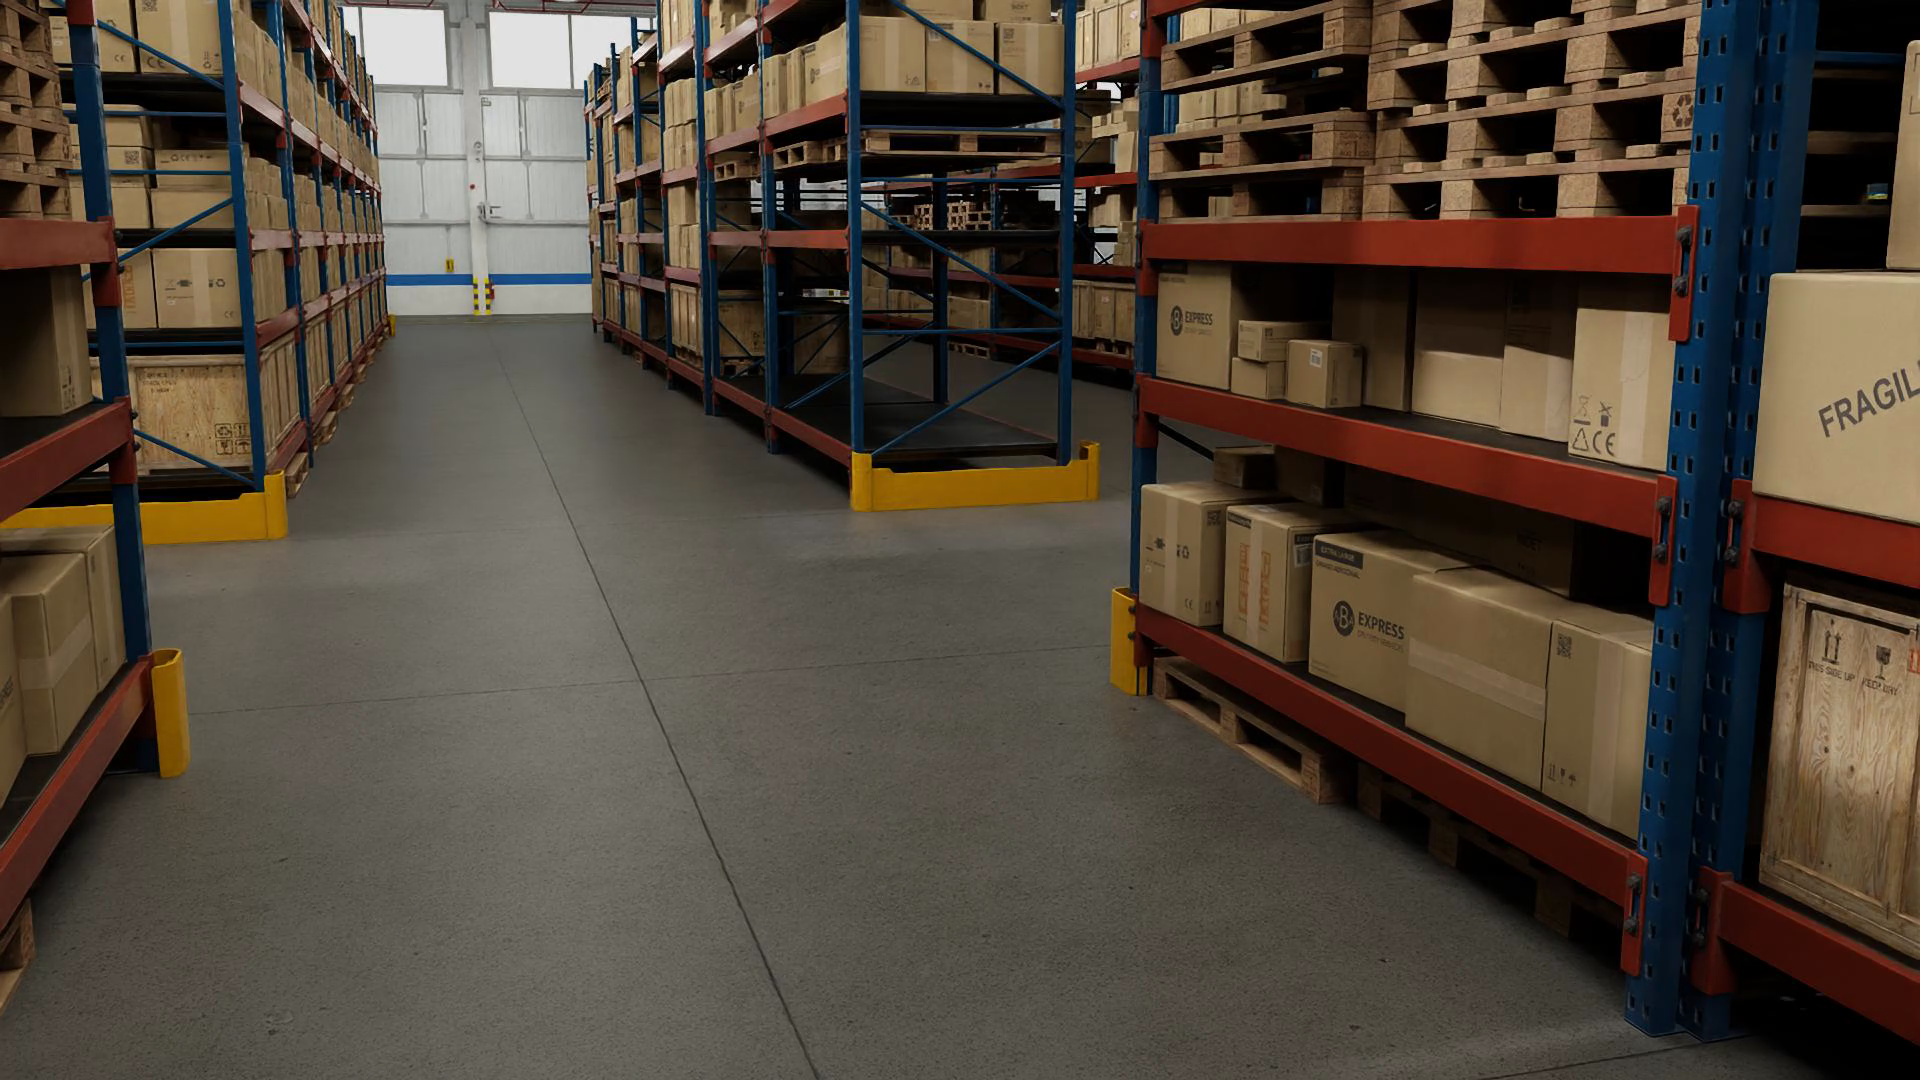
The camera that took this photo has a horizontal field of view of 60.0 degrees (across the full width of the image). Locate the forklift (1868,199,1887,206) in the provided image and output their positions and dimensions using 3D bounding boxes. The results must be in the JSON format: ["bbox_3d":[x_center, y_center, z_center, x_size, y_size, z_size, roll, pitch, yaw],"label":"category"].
[{"bbox_3d":[11.338,-2.915,21.052,1.129,2.768,1.873,-3,11,-17],"label":"forklift"}]

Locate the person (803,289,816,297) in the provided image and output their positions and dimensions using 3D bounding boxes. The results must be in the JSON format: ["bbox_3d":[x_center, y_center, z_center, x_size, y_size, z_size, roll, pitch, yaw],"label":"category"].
[{"bbox_3d":[-3.389,-5.112,35.649,0.617,1.946,0.396,5,12,27],"label":"person"}]
